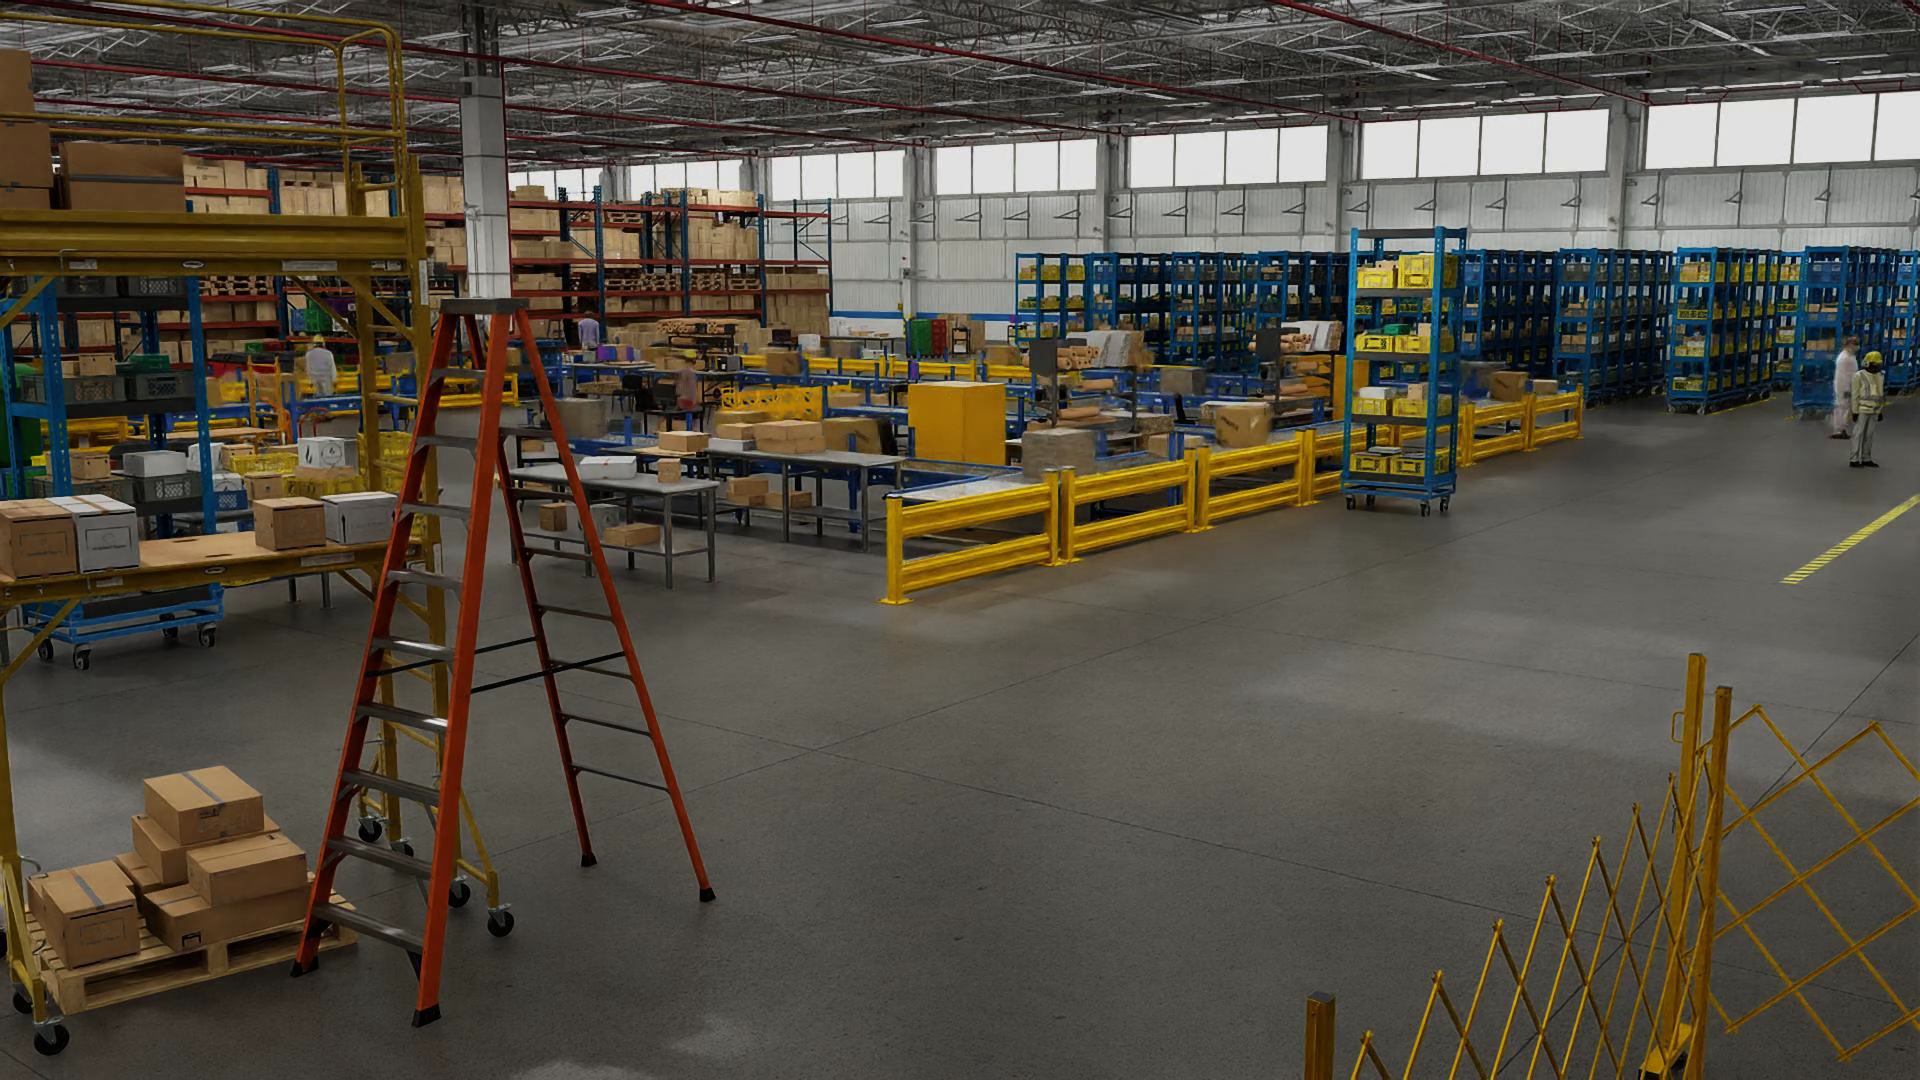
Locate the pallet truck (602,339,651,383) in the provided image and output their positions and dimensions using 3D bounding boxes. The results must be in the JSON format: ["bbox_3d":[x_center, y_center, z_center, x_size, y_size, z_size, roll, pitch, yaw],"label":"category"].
[{"bbox_3d":[-8.991,-4.871,45.351,0.653,1.274,1.630,7,11,37],"label":"pallet truck"}]

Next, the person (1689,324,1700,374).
[{"bbox_3d":[18.884,-4.670,42.470,0.564,1.829,0.601,-9,13,-43],"label":"person"}]

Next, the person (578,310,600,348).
[{"bbox_3d":[-11.281,-6.027,50.628,0.623,1.932,0.375,-1,9,-8],"label":"person"}]

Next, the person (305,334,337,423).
[{"bbox_3d":[-12.948,-3.273,33.765,0.601,1.834,0.404,1,9,3],"label":"person"}]

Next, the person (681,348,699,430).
[{"bbox_3d":[-4.720,-2.438,28.749,0.617,1.747,0.537,-5,10,-26],"label":"person"}]

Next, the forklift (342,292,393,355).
[{"bbox_3d":[-16.485,-5.622,45.120,1.129,2.768,1.873,7,11,37],"label":"forklift"}]

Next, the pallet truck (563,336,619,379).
[{"bbox_3d":[-10.690,-5.294,48.215,1.601,1.201,0.680,-5,10,-26],"label":"pallet truck"}]

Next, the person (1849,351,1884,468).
[{"bbox_3d":[14.182,-2.034,25.977,0.587,1.836,0.404,-3,10,-20],"label":"person"}]

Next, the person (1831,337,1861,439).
[{"bbox_3d":[16.261,-2.780,30.478,0.453,1.885,0.635,8,12,41],"label":"person"}]

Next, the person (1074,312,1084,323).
[{"bbox_3d":[3.705,-6.424,52.969,0.869,1.957,0.614,4,10,22],"label":"person"}]
